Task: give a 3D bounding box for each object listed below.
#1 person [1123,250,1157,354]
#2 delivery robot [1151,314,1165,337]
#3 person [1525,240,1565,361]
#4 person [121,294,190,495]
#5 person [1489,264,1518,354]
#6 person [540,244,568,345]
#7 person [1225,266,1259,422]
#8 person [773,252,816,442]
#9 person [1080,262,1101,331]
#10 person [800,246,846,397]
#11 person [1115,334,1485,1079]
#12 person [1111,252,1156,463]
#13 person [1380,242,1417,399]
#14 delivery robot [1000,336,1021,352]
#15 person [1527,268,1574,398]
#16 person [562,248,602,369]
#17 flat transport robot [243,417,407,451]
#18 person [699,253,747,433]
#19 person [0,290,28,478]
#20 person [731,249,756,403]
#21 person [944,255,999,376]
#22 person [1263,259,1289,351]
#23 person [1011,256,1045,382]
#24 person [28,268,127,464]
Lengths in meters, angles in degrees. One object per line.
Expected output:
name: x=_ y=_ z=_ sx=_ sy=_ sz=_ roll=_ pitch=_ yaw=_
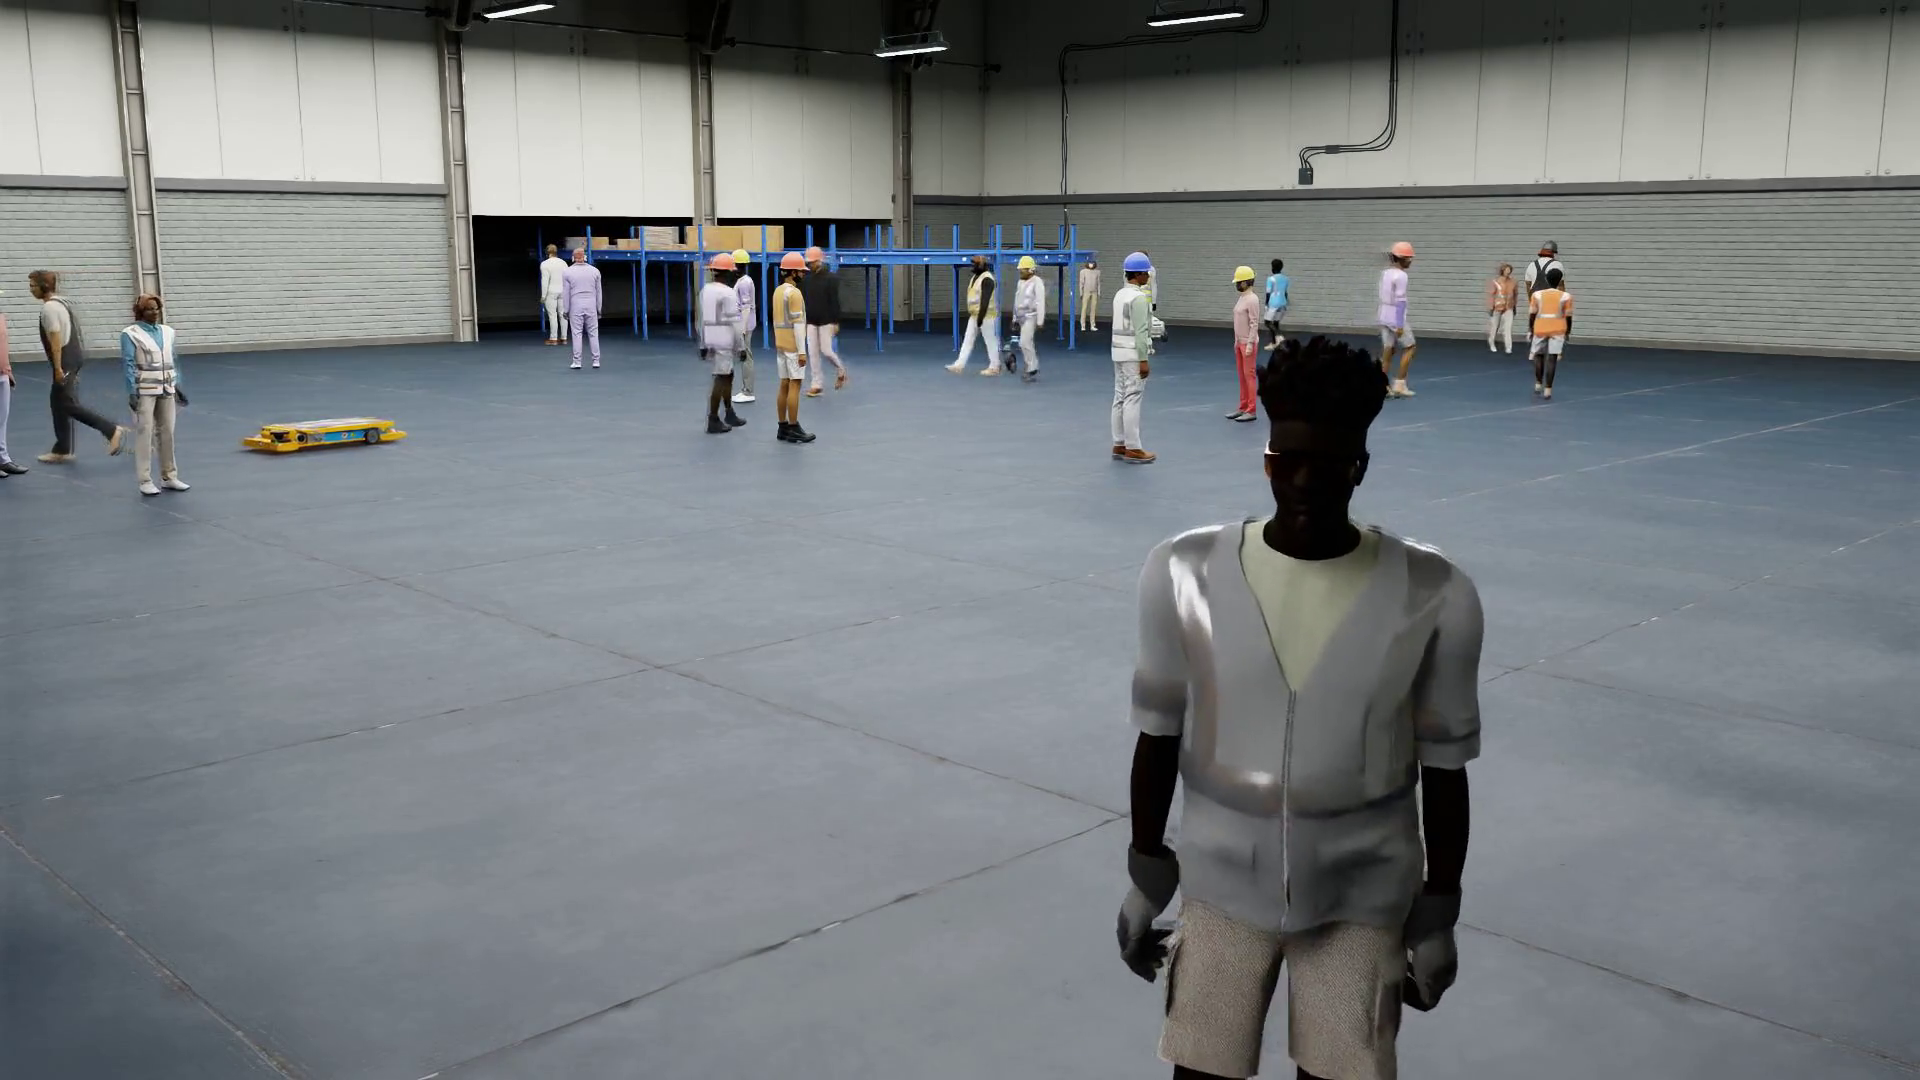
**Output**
person: x=3.245 y=-4.262 z=29.811 sx=0.619 sy=1.845 sz=0.430 roll=5 pitch=12 yaw=27
delivery robot: x=3.852 y=-4.311 z=33.448 sx=0.477 sy=0.478 sz=0.707 roll=-2 pitch=11 yaw=-12
person: x=9.990 y=-4.062 z=28.294 sx=0.537 sy=2.000 sz=0.679 roll=-9 pitch=14 yaw=-41
person: x=-6.628 y=-1.201 z=13.694 sx=0.314 sy=1.637 sz=0.540 roll=5 pitch=11 yaw=23
person: x=9.772 y=-4.169 z=29.950 sx=0.525 sy=1.598 sz=0.863 roll=0 pitch=10 yaw=0
person: x=-7.860 y=-4.748 z=32.197 sx=0.371 sy=1.941 sz=0.627 roll=7 pitch=13 yaw=35
person: x=3.254 y=-2.249 z=19.055 sx=0.323 sy=1.764 sz=0.523 roll=-2 pitch=11 yaw=-9
person: x=-1.717 y=-1.994 z=17.183 sx=0.359 sy=1.936 sz=0.552 roll=-6 pitch=12 yaw=-29
person: x=2.898 y=-5.473 z=36.980 sx=0.504 sy=1.631 sz=0.280 roll=-3 pitch=11 yaw=-17
person: x=-1.820 y=-2.880 z=21.920 sx=0.650 sy=1.969 sz=0.638 roll=6 pitch=12 yaw=31
person: x=0.602 y=0.598 z=3.009 sx=0.634 sy=1.948 sz=0.499 roll=3 pitch=11 yaw=17
person: x=1.623 y=-1.719 z=15.649 sx=0.397 sy=1.949 sz=0.603 roll=-3 pitch=11 yaw=-15
person: x=5.721 y=-2.837 z=21.563 sx=0.610 sy=2.024 sz=0.607 roll=-2 pitch=11 yaw=-10
delivery robot: x=0.867 y=-3.074 z=25.998 sx=0.335 sy=0.223 sz=0.698 roll=6 pitch=12 yaw=30
person: x=7.762 y=-2.722 z=21.849 sx=0.557 sy=1.670 sz=0.712 roll=5 pitch=11 yaw=24
person: x=-6.024 y=-3.686 z=26.512 sx=0.639 sy=1.901 sz=0.406 roll=-5 pitch=11 yaw=-25
flat transport robot: x=-6.448 y=-1.091 z=16.923 sx=0.652 sy=0.197 sz=1.431 roll=8 pitch=13 yaw=38
person: x=-2.500 y=-2.137 z=18.029 sx=0.752 sy=1.908 sz=0.568 roll=-10 pitch=14 yaw=-42
person: x=-8.503 y=-1.441 z=14.637 sx=0.311 sy=1.768 sz=0.532 roll=0 pitch=10 yaw=0
person: x=-2.771 y=-2.719 z=21.156 sx=0.359 sy=1.930 sz=0.588 roll=-2 pitch=11 yaw=-9
person: x=0.198 y=-3.363 z=24.998 sx=0.901 sy=1.802 sz=0.660 roll=-4 pitch=11 yaw=-21
person: x=5.792 y=-4.300 z=30.438 sx=0.546 sy=1.687 sz=0.578 roll=-7 pitch=13 yaw=-34
person: x=0.963 y=-3.208 z=24.164 sx=0.481 sy=1.812 sz=0.598 roll=-5 pitch=11 yaw=-23
person: x=-8.274 y=-1.625 z=15.541 sx=0.736 sy=1.815 sz=0.524 roll=-3 pitch=11 yaw=-17
